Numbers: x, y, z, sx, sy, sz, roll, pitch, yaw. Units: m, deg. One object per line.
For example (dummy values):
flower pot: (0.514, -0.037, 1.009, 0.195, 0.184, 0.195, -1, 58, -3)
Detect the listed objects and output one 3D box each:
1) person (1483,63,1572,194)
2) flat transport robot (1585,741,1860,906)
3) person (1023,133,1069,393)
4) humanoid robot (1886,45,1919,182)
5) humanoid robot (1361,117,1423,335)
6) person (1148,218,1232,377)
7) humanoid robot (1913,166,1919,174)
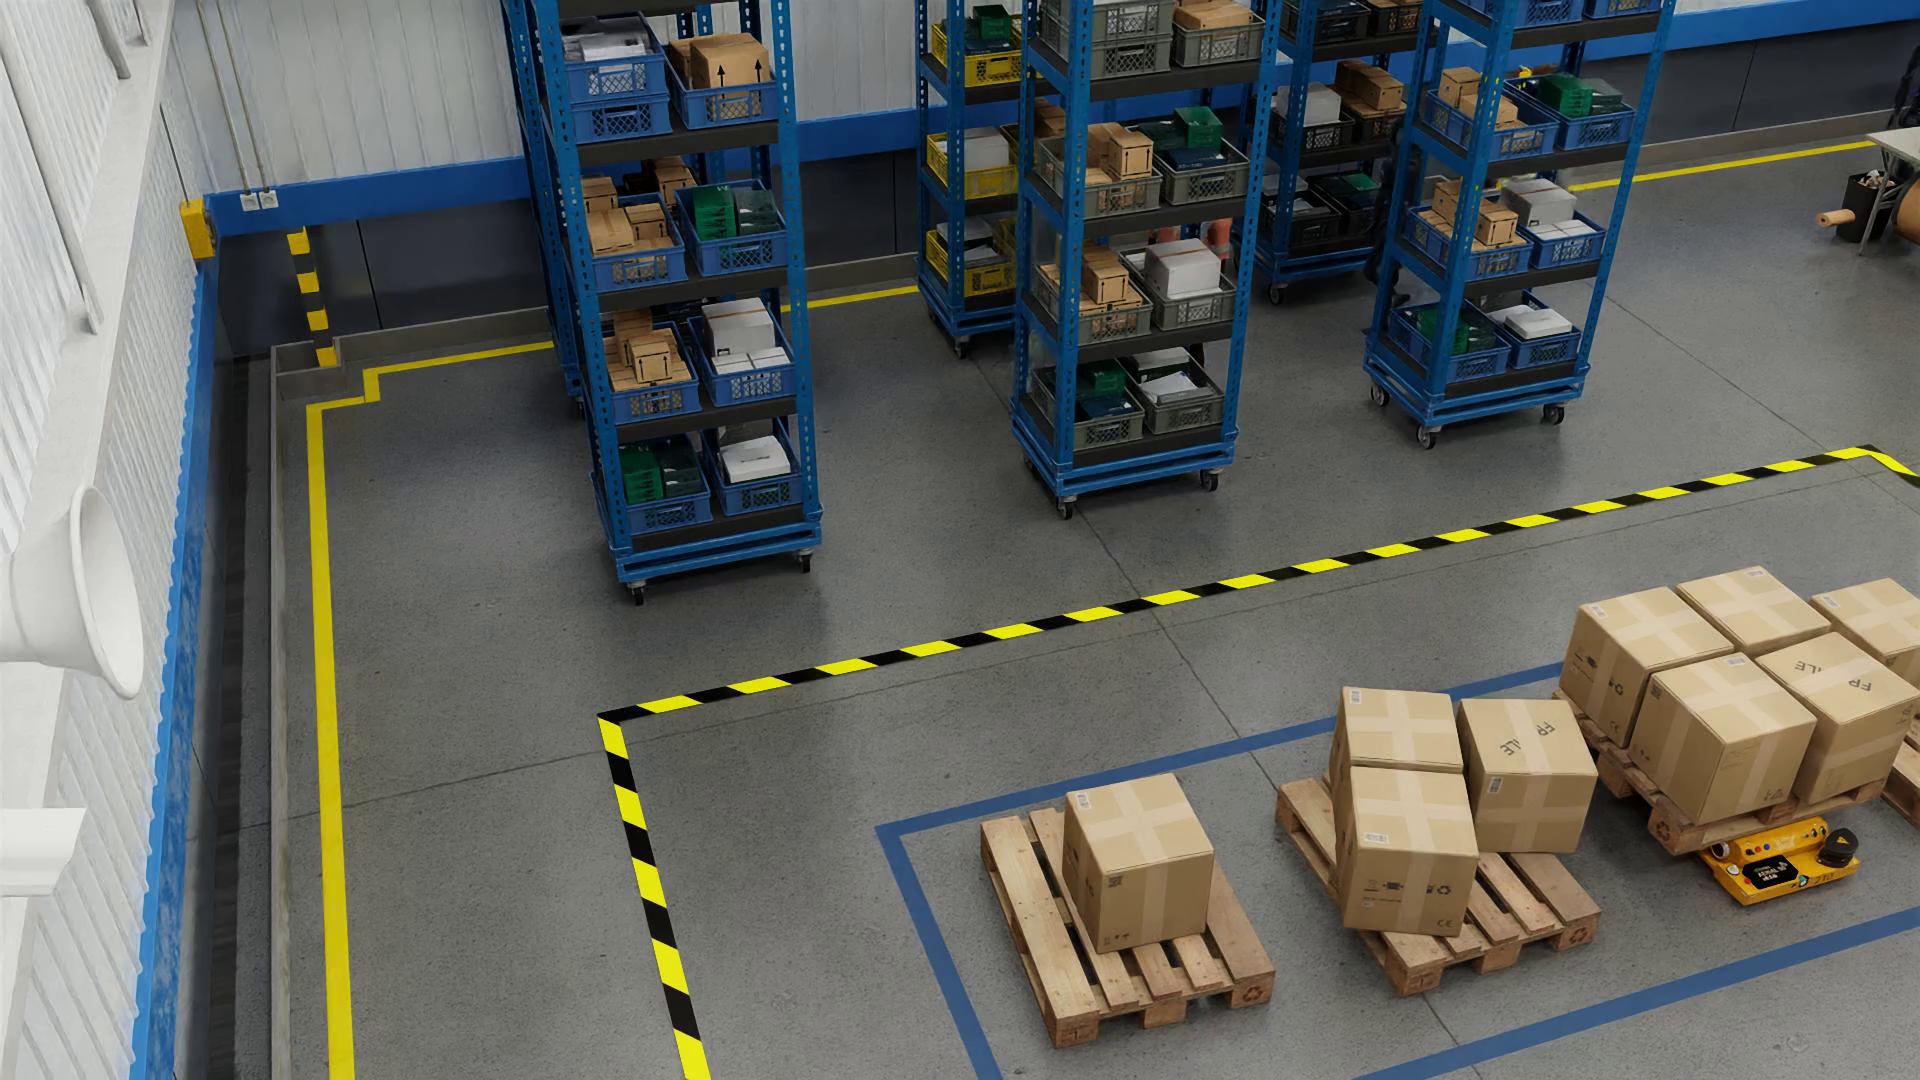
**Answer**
person: (4.304, -2.748, 12.616, 0.909, 1.802, 0.634, -23, 41, -29)
flat transport robot: (3.738, 1.188, 8.347, 0.652, 0.197, 1.431, -11, 37, -15)
person: (0.707, -1.783, 11.170, 0.656, 1.896, 0.698, -15, 38, -20)
humanoid robot: (8.061, -3.535, 13.851, 0.391, 1.635, 0.613, -16, 38, -22)
humanoid robot: (3.191, -2.250, 12.027, 0.417, 1.648, 0.603, -3, 35, -5)
person: (1.458, -1.687, 10.975, 0.606, 1.966, 0.367, 26, 43, 32)
humanoid robot: (8.178, -3.365, 13.574, 0.781, 1.802, 0.556, 3, 35, 4)
